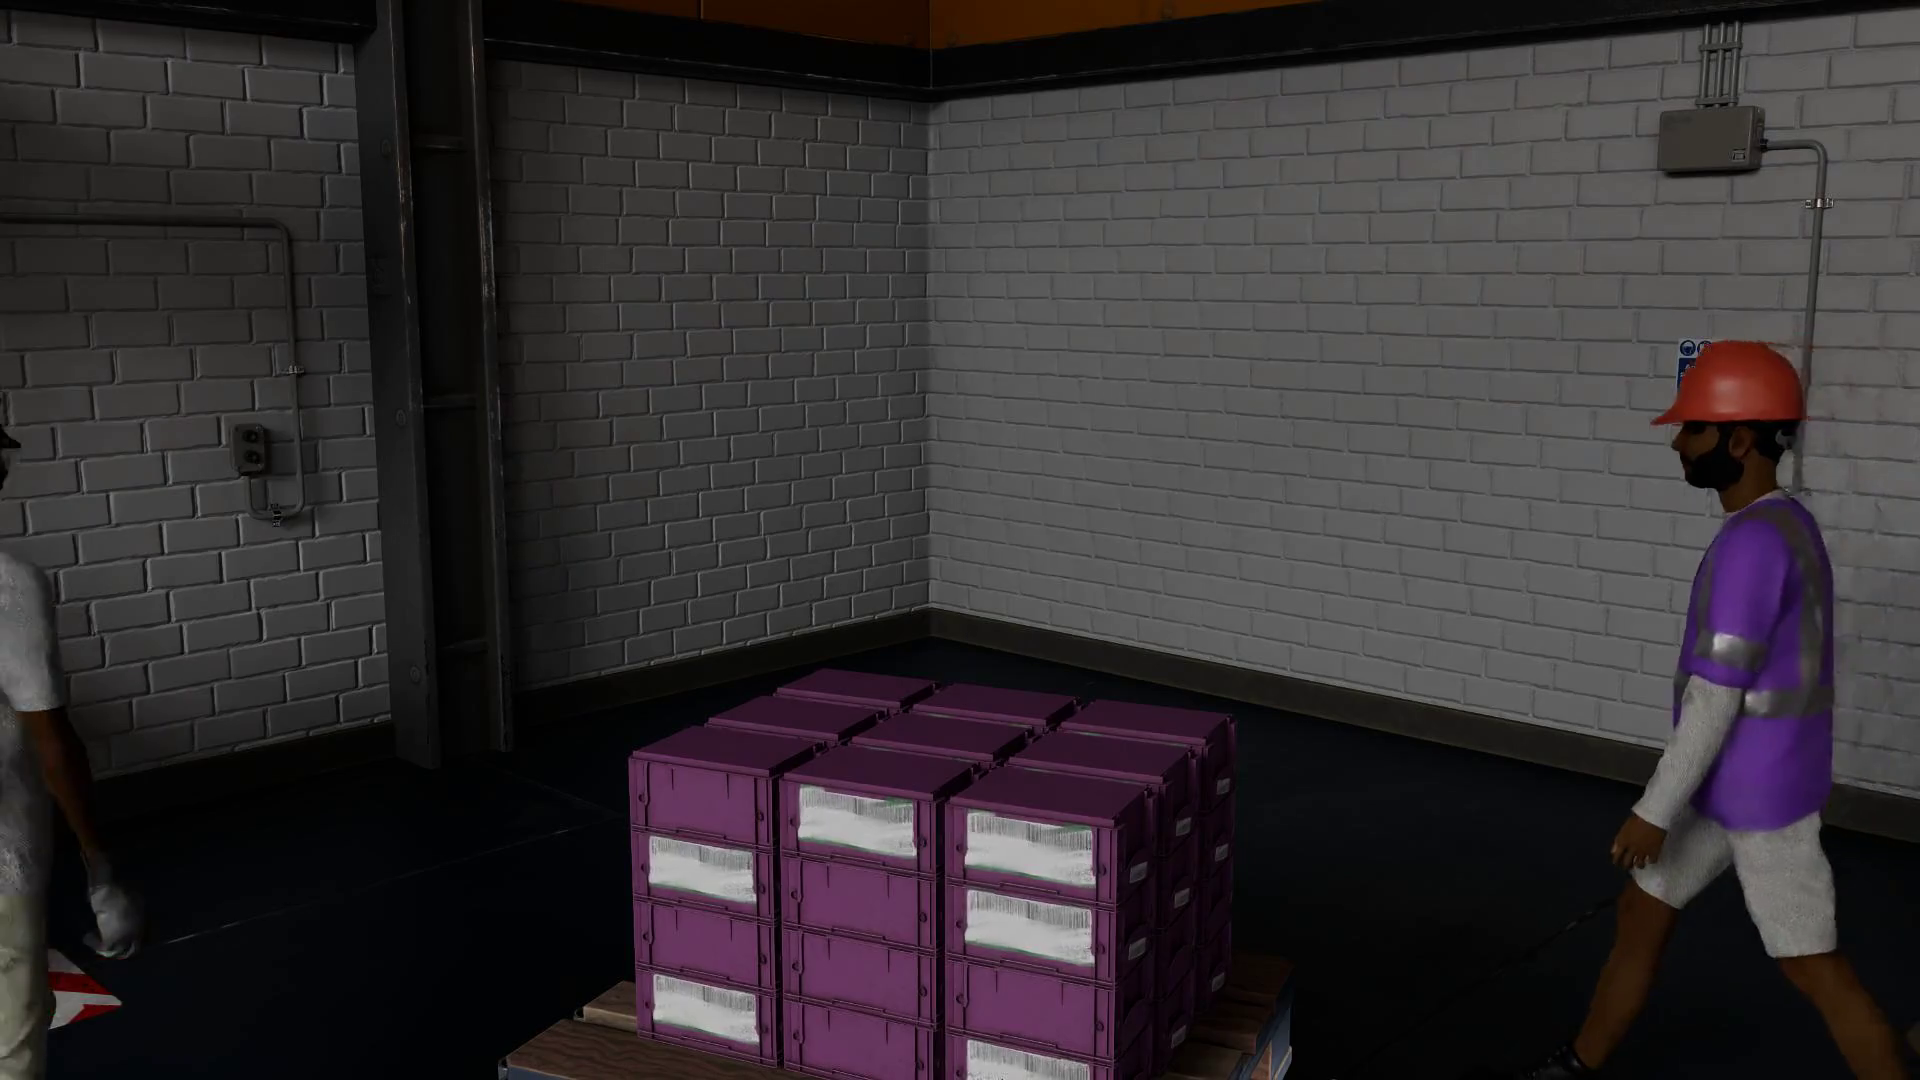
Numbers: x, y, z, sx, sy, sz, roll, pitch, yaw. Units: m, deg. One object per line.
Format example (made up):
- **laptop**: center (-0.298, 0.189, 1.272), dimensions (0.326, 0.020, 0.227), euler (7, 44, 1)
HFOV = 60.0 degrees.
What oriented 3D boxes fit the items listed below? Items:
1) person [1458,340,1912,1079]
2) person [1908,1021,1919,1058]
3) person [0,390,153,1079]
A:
- **person**: center (1.703, 0.512, 3.612), dimensions (1.045, 1.882, 0.546), euler (4, 10, 23)
- **person**: center (2.698, 0.524, 3.762), dimensions (0.672, 1.786, 0.932), euler (-6, 11, -34)
- **person**: center (-1.772, 0.609, 3.053), dimensions (0.520, 1.855, 0.406), euler (4, 10, 22)
